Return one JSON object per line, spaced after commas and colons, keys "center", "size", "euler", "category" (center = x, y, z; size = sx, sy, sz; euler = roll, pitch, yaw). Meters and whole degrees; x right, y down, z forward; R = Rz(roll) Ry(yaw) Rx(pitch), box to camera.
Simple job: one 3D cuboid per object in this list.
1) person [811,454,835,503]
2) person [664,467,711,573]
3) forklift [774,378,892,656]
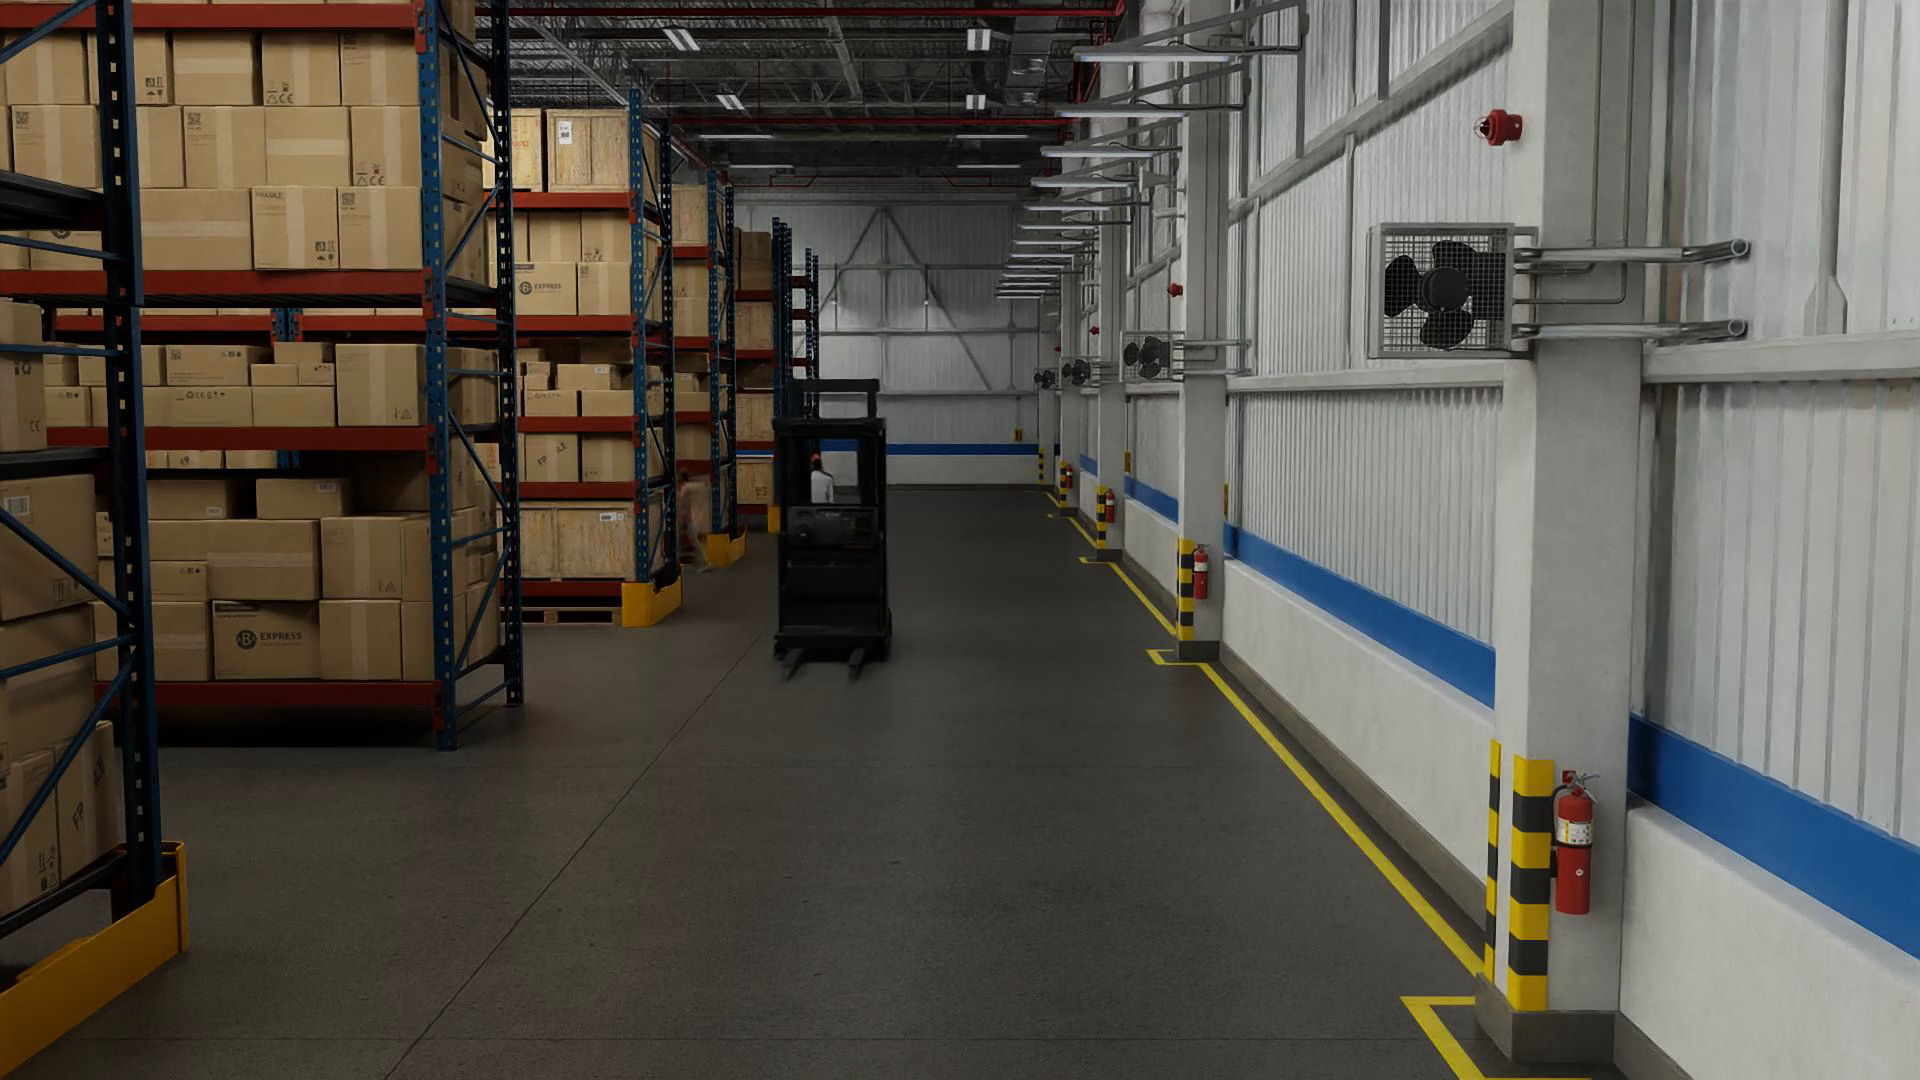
{"center": [-2.295, -0.517, 26.693], "size": [0.561, 1.714, 0.848], "euler": [-1, 5, -8], "category": "person"}
{"center": [-4.060, -0.282, 24.615], "size": [0.849, 1.601, 0.529], "euler": [-4, 6, -39], "category": "person"}
{"center": [-1.296, -0.298, 17.384], "size": [1.129, 2.768, 1.873], "euler": [0, 5, 0], "category": "forklift"}
